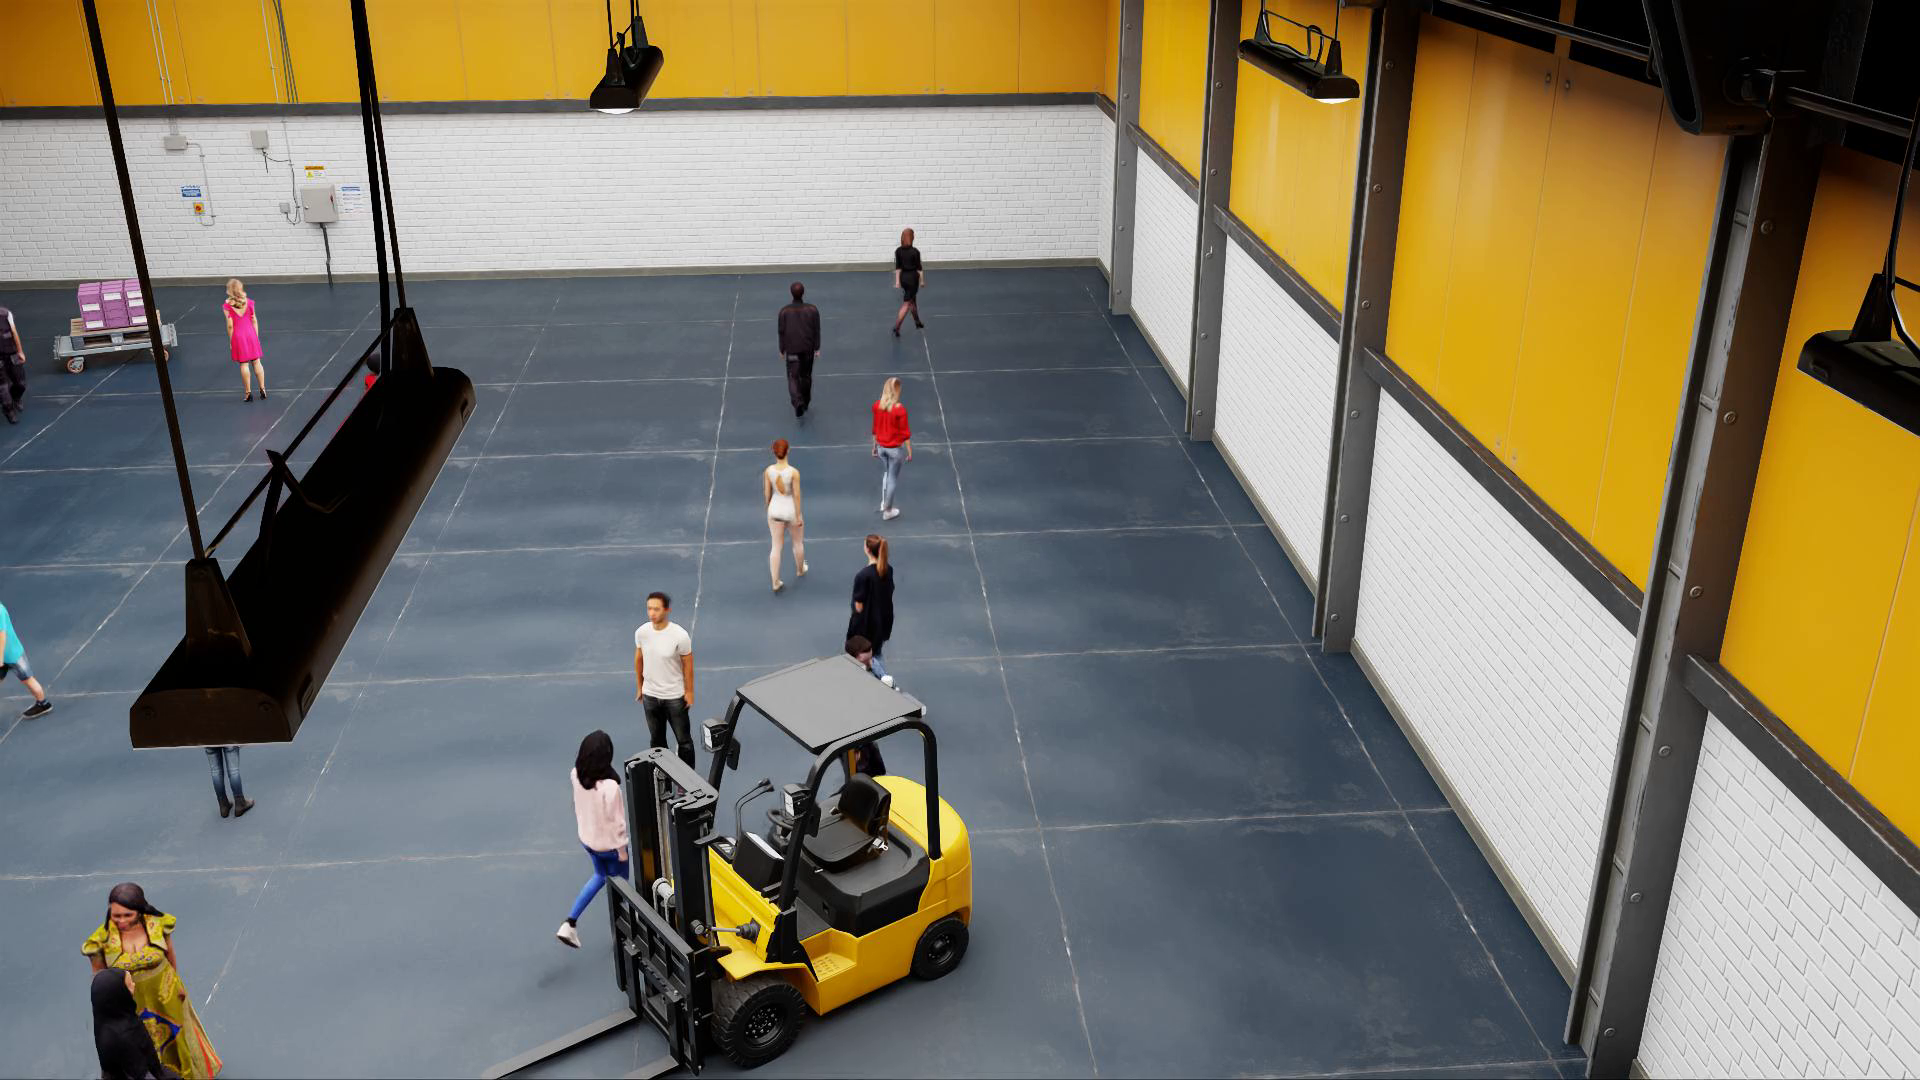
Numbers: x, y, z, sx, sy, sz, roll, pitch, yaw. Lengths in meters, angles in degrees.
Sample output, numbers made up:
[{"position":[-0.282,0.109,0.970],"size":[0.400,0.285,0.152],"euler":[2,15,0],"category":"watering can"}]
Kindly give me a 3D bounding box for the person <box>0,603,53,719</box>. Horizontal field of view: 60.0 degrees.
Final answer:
[{"position":[-8.411,0.952,14.797],"size":[0.900,1.420,0.950],"euler":[20,30,38],"category":"person"}]

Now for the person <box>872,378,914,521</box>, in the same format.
[{"position":[-0.842,-1.008,18.939],"size":[0.742,1.694,0.778],"euler":[15,27,30],"category":"person"}]

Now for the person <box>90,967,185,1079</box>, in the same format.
[{"position":[-4.812,3.152,9.521],"size":[0.959,1.616,1.119],"euler":[-12,27,-26],"category":"person"}]

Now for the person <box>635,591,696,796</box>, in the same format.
[{"position":[-2.407,1.239,13.661],"size":[0.706,1.803,0.648],"euler":[6,24,13],"category":"person"}]

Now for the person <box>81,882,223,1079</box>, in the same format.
[{"position":[-5.033,2.809,10.250],"size":[1.007,1.658,1.035],"euler":[-19,30,-37],"category":"person"}]

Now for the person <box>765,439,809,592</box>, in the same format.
[{"position":[-1.856,-0.237,17.270],"size":[0.744,1.618,0.978],"euler":[5,24,12],"category":"person"}]

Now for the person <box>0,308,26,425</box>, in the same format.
[{"position":[-12.763,-2.472,22.118],"size":[0.896,1.830,0.963],"euler":[-16,28,-32],"category":"person"}]

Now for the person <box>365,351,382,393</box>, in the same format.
[{"position":[-6.841,-1.375,19.729],"size":[0.703,1.734,0.778],"euler":[7,25,15],"category":"person"}]

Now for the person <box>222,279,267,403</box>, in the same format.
[{"position":[-9.849,-2.759,22.902],"size":[0.661,1.728,0.694],"euler":[-17,29,-34],"category":"person"}]

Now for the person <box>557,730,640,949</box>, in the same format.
[{"position":[-2.560,2.154,11.633],"size":[0.980,1.751,1.027],"euler":[20,31,39],"category":"person"}]

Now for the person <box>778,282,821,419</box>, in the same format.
[{"position":[-2.139,-2.523,22.247],"size":[0.800,1.820,1.068],"euler":[-5,24,-11],"category":"person"}]

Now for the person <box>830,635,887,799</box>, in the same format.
[{"position":[-0.875,1.545,12.866],"size":[0.880,1.879,0.802],"euler":[1,24,3],"category":"person"}]

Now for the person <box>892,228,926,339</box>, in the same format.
[{"position":[-0.826,-3.910,25.621],"size":[1.057,1.659,1.150],"euler":[16,28,33],"category":"person"}]

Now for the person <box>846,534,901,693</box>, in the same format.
[{"position":[-0.720,0.754,14.935],"size":[0.858,1.672,0.925],"euler":[-22,32,-40],"category":"person"}]
